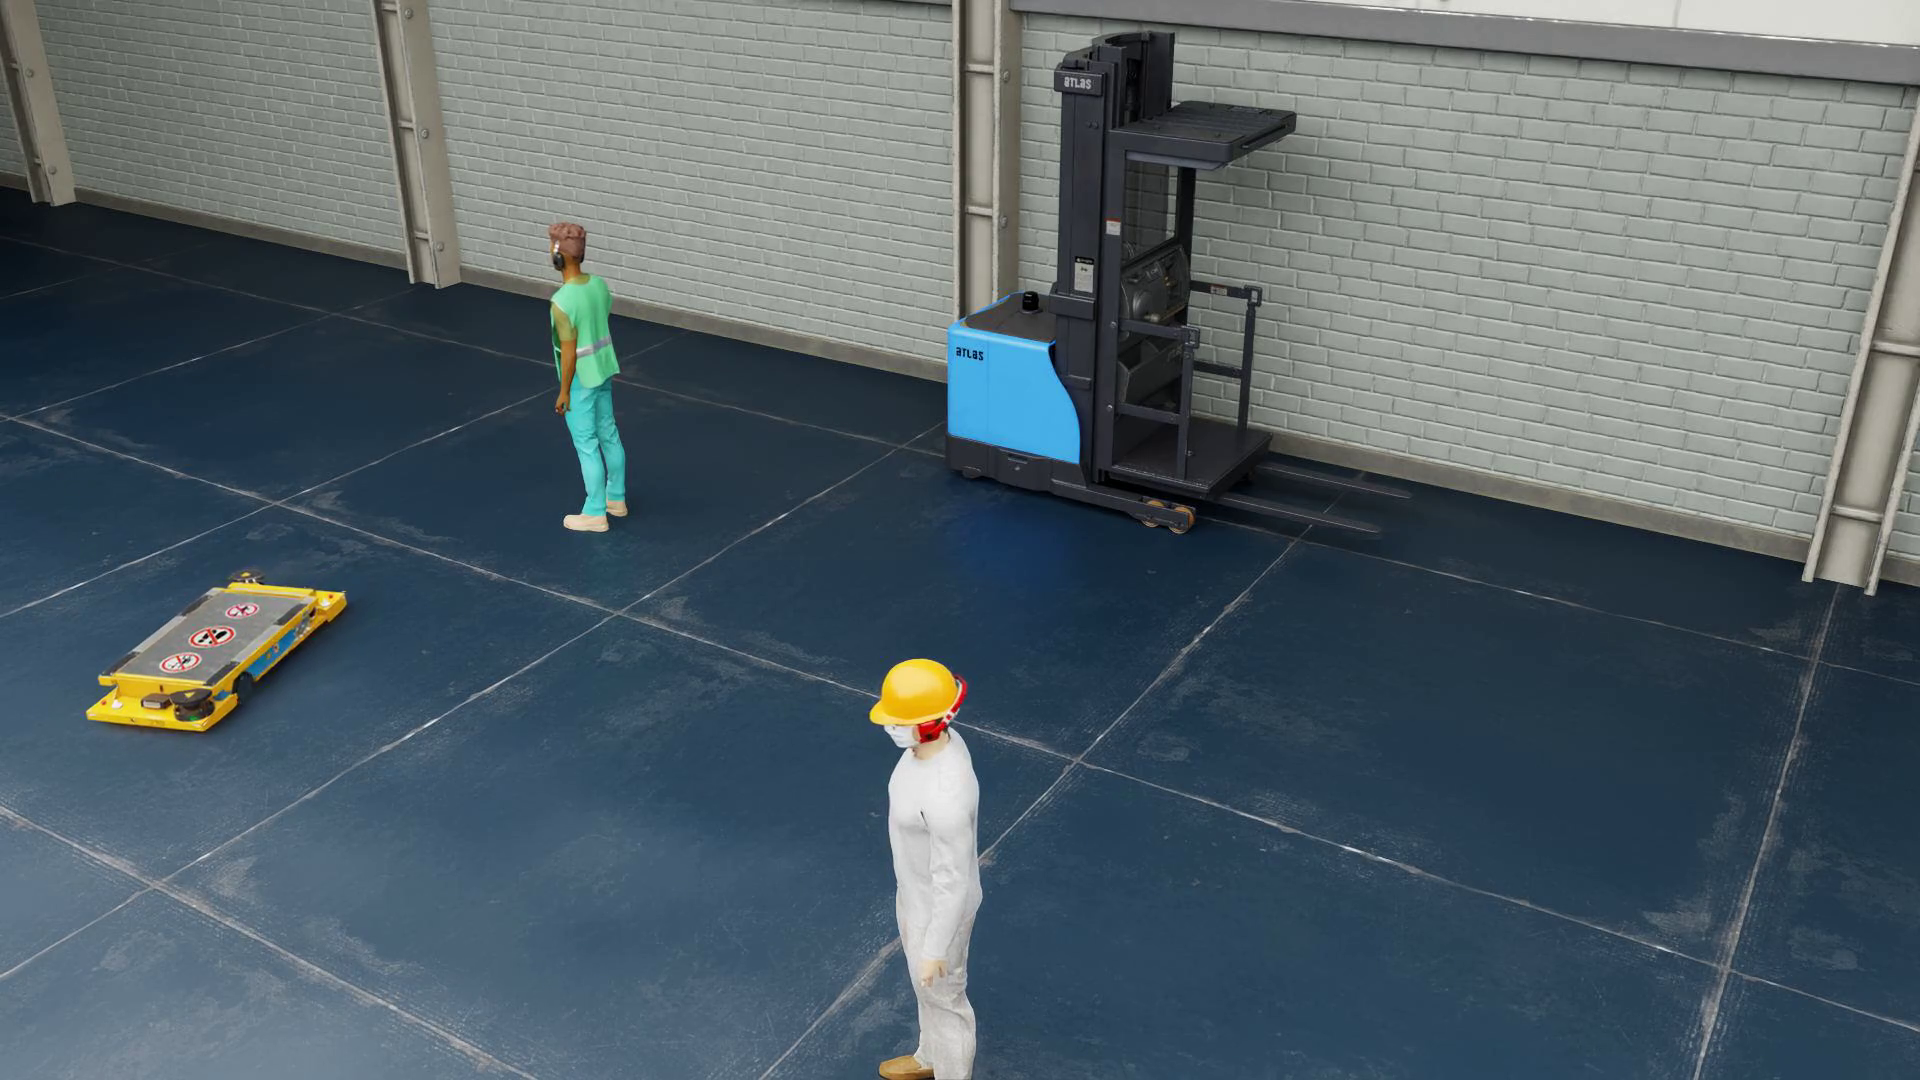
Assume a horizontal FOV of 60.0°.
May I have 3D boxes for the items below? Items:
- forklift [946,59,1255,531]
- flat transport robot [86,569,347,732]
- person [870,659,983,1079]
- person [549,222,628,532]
[{"bbox_3d":[0.933,-1.707,10.833,1.873,2.768,1.129,15,29,28],"label":"forklift"},{"bbox_3d":[-4.000,0.581,9.030,0.659,0.231,1.431,4,26,9],"label":"flat transport robot"},{"bbox_3d":[-0.111,1.240,5.743,0.368,1.890,0.559,-4,26,-9],"label":"person"},{"bbox_3d":[-2.336,-1.003,10.385,0.403,1.978,0.482,10,27,20],"label":"person"}]
